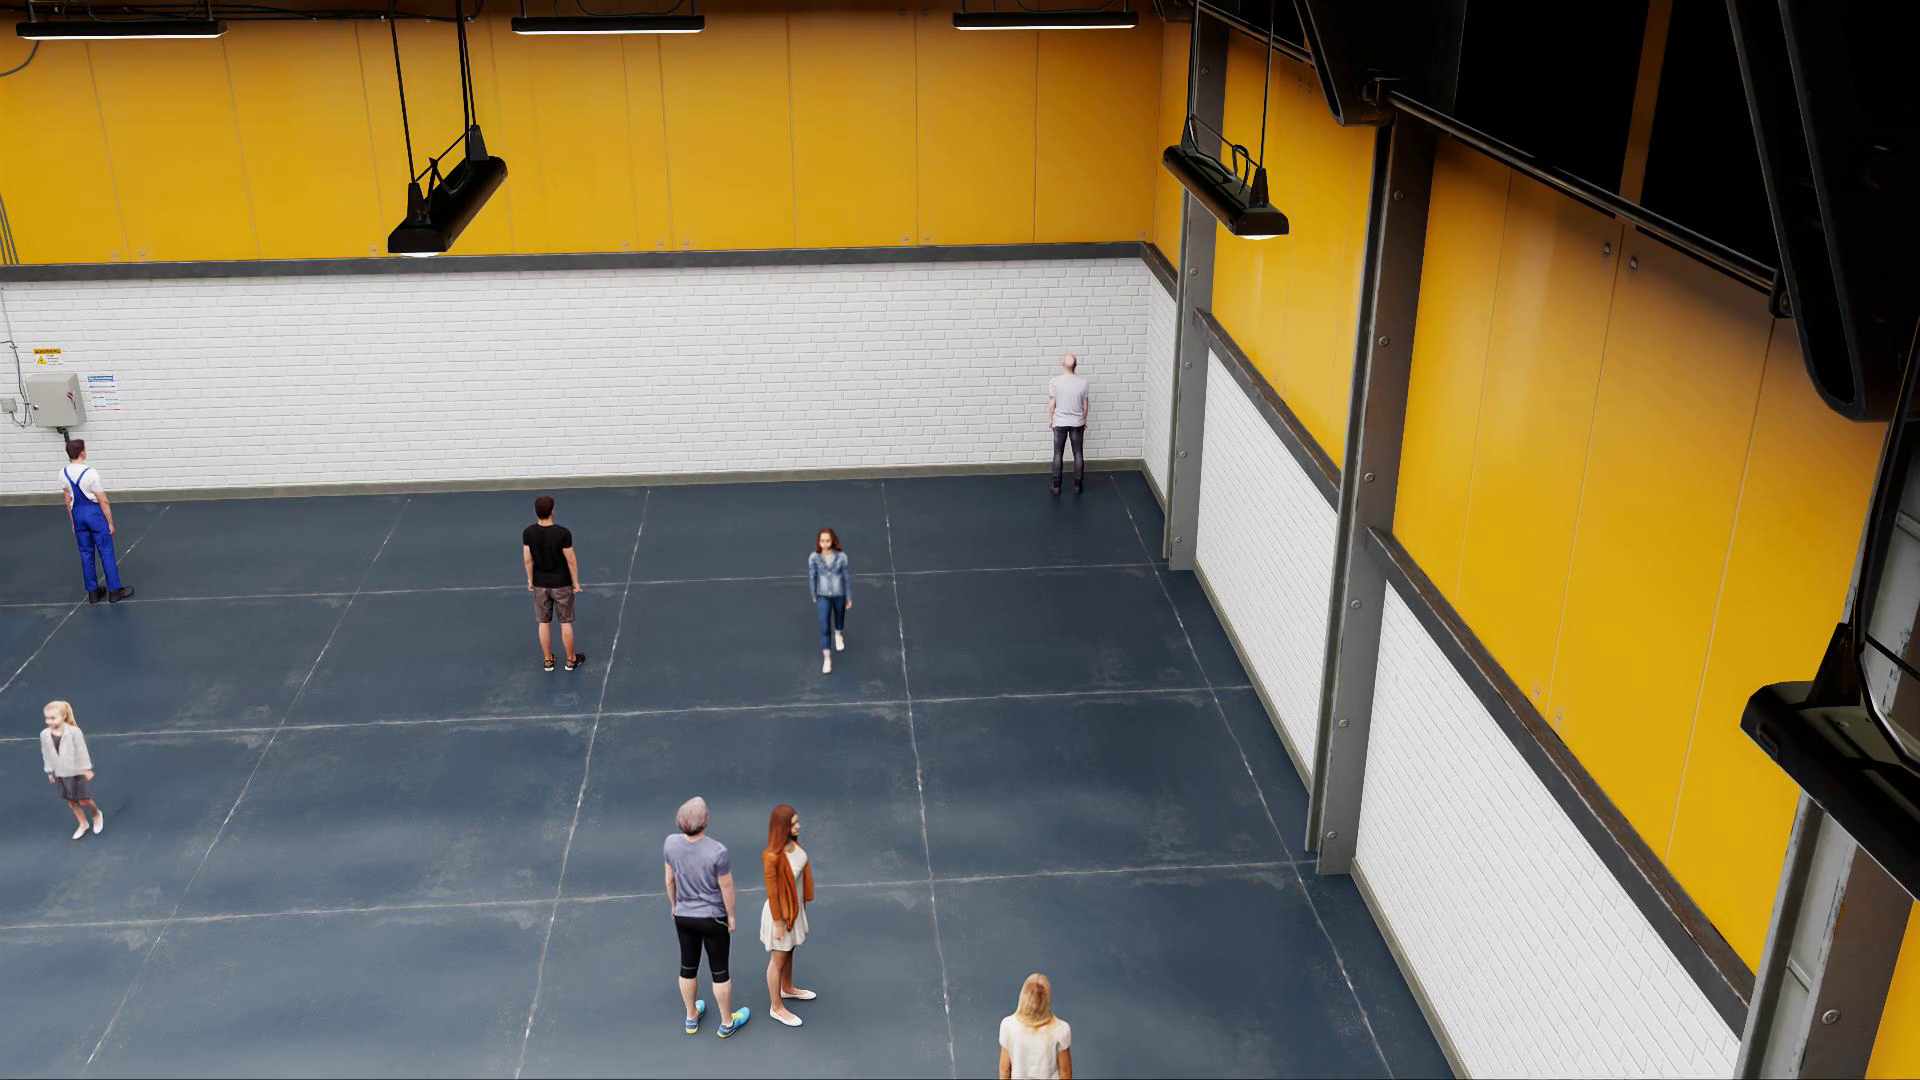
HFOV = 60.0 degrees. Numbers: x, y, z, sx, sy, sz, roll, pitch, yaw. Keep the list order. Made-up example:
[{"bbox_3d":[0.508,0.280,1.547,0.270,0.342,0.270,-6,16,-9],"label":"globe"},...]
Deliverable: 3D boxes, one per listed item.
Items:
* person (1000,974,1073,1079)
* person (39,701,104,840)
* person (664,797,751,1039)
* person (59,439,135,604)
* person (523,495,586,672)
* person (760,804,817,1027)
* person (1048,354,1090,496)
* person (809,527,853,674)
[{"bbox_3d":[0.451,3.351,9.954,0.628,1.809,0.564,3,24,6],"label":"person"},{"bbox_3d":[-7.437,1.899,13.952,0.542,1.267,0.571,1,24,2],"label":"person"},{"bbox_3d":[-1.790,2.614,11.539,0.731,1.888,0.718,7,25,16],"label":"person"},{"bbox_3d":[-9.450,-0.214,18.058,0.663,1.849,0.627,2,24,4],"label":"person"},{"bbox_3d":[-4.080,0.425,16.583,0.705,1.861,0.597,1,24,1],"label":"person"},{"bbox_3d":[-1.248,2.609,11.759,0.743,1.723,0.617,6,24,14],"label":"person"},{"bbox_3d":[1.362,-1.463,20.938,0.656,1.832,0.579,-1,24,-2],"label":"person"},{"bbox_3d":[-1.286,0.539,16.839,0.571,1.447,0.977,-2,24,-4],"label":"person"}]
